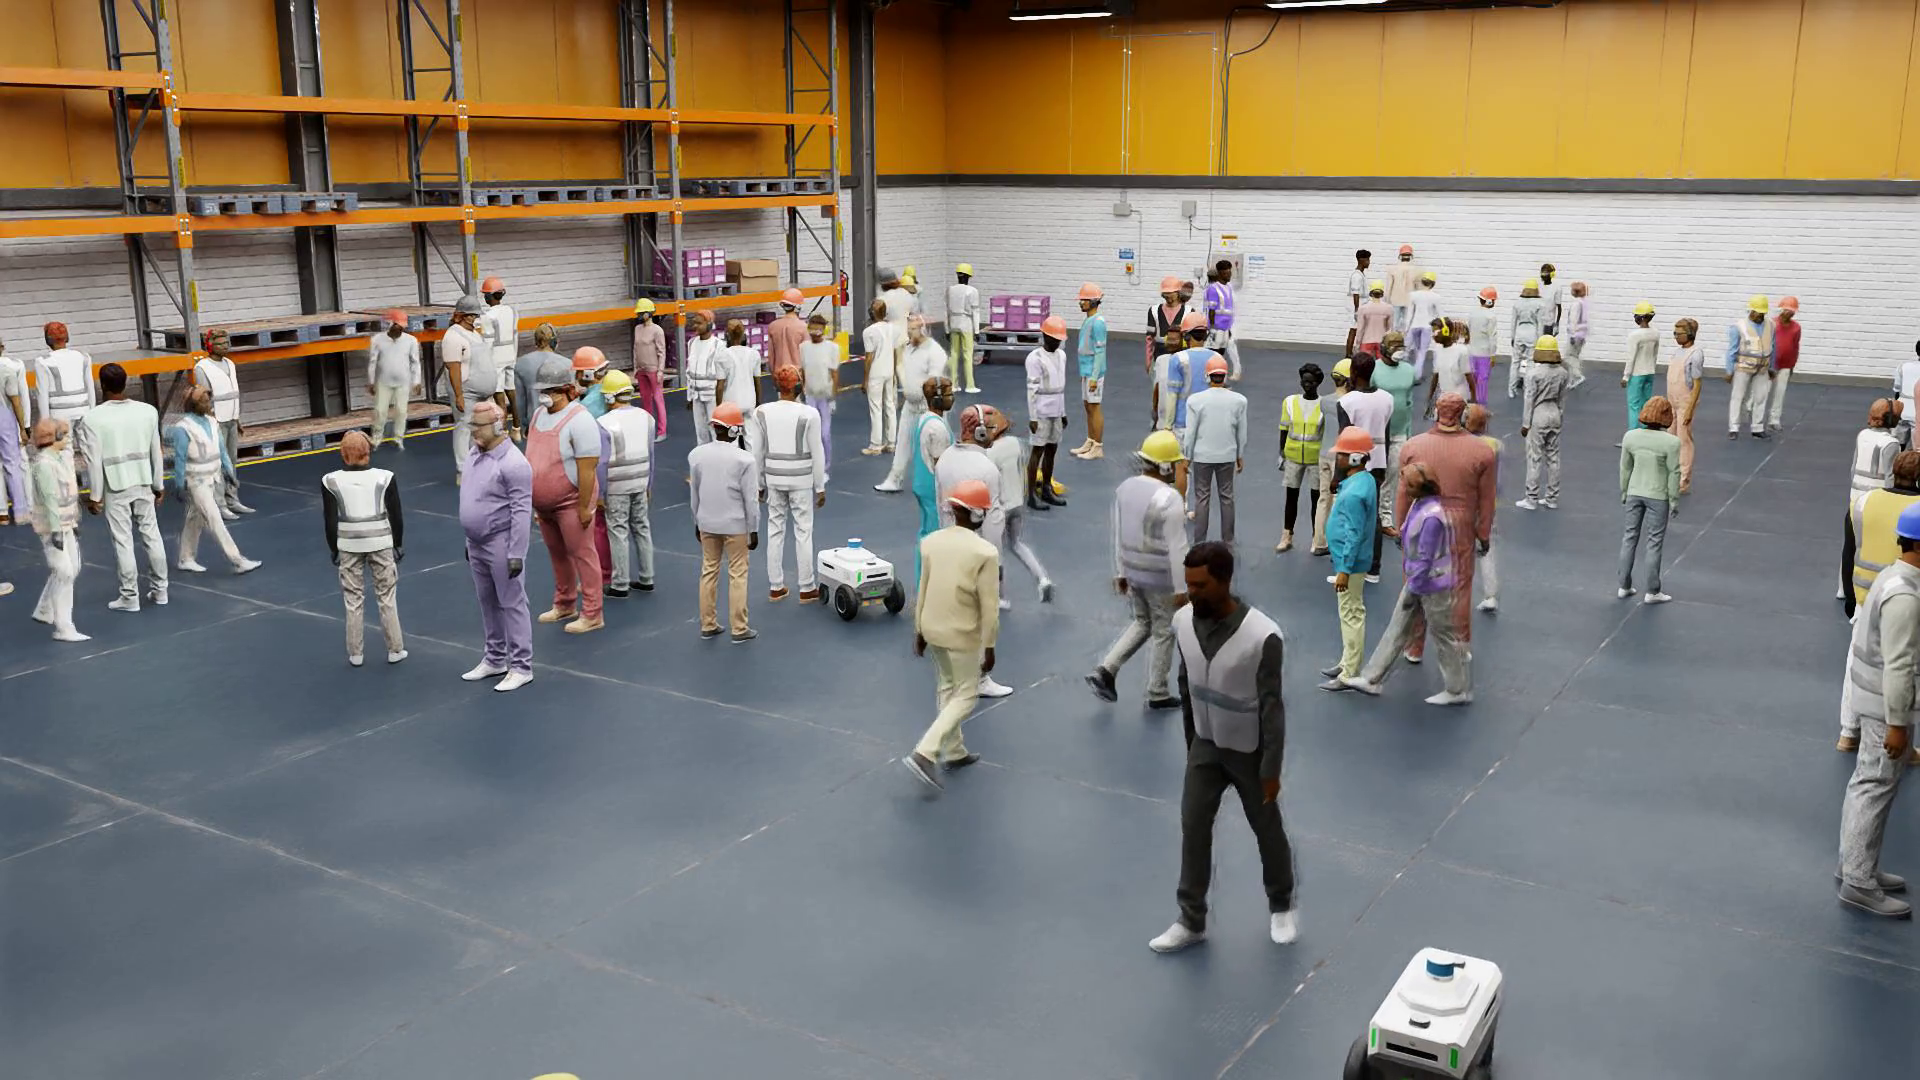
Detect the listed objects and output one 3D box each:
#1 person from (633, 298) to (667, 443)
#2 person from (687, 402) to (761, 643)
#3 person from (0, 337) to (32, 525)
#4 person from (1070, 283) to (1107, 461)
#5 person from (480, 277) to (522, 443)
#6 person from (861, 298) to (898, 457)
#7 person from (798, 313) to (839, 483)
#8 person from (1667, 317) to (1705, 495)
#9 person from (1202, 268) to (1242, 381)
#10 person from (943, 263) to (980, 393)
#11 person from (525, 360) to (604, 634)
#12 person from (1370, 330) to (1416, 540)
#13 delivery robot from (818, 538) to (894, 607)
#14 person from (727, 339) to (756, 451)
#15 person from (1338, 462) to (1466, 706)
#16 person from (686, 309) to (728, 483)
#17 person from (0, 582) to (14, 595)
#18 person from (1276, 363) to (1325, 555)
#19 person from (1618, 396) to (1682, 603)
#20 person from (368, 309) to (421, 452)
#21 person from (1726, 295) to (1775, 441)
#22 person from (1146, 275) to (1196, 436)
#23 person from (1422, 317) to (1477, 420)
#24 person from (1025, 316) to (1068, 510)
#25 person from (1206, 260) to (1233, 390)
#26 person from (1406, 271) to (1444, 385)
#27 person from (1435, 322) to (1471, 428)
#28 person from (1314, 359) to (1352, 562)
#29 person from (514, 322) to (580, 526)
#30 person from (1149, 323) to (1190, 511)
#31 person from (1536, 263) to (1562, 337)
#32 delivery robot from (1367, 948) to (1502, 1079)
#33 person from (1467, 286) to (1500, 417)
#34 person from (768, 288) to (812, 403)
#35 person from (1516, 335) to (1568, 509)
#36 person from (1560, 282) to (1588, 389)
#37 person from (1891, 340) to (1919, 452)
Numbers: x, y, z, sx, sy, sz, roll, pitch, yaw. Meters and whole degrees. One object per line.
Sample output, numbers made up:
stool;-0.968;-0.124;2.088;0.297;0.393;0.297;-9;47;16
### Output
person;-3.826;-2.076;20.413;0.529;1.768;0.312;10;16;37
person;-1.684;-0.130;12.029;0.571;1.744;0.352;5;14;22
person;-9.157;-1.084;15.860;0.356;1.882;0.573;9;16;36
person;1.498;-1.941;19.222;0.374;2.044;0.605;-2;13;-8
person;-5.593;-2.156;20.149;0.382;2.045;0.605;6;14;24
person;-0.948;-1.899;19.474;0.345;1.846;0.507;12;18;43
person;-1.526;-1.482;17.690;0.492;1.840;0.627;4;14;16
person;7.470;-1.385;17.247;0.345;1.844;0.507;-1;13;-4
person;4.043;-3.341;25.892;0.995;1.790;0.633;-8;15;-30
person;0.039;-3.137;24.687;0.586;1.917;0.391;8;15;30
person;-2.954;-0.333;12.251;0.537;2.000;0.685;-13;18;-43
person;3.865;-0.944;15.125;0.632;1.938;0.359;-7;15;-26
delivery robot;-0.812;0.232;12.851;0.477;0.478;0.707;-8;15;-31
person;-2.310;-1.389;17.588;0.322;1.694;0.536;1;13;3
person;2.862;0.285;10.530;0.835;1.592;0.545;1;13;2
person;-2.701;-1.513;17.709;0.584;1.883;0.345;10;16;37
person;-7.923;-0.521;13.173;0.623;1.989;0.387;3;13;12
person;3.057;-0.716;14.662;0.531;1.698;0.320;6;14;24
person;5.426;-0.321;13.093;0.284;1.633;0.497;-10;16;-36
person;-6.695;-1.890;19.723;0.600;1.707;0.437;-4;14;-18
person;9.773;-2.119;20.533;0.621;1.810;0.442;-2;13;-9
person;2.581;-2.226;20.454;0.616;2.041;0.382;4;13;15
person;5.169;-1.426;17.470;0.640;1.815;0.550;-4;14;-17
person;0.898;-1.265;16.545;0.386;1.924;0.549;11;17;40
person;3.885;-3.192;24.826;0.370;1.960;0.602;9;16;35
person;7.203;-3.268;25.641;0.546;1.727;0.832;12;17;41
person;5.618;-1.669;18.936;0.498;1.633;0.278;-8;15;-30
person;3.294;-0.688;14.418;0.339;1.761;0.524;-6;14;-24
person;-3.880;-1.085;15.733;0.638;1.938;0.356;4;13;15
person;2.087;-1.190;16.334;0.509;1.877;0.328;9;16;34
person;8.947;-3.298;25.488;0.315;1.870;0.533;-9;16;-34
delivery robot;1.772;1.770;6.179;0.477;0.478;0.707;7;15;29
person;7.081;-2.548;22.485;0.340;1.749;0.572;-4;14;-18
person;-1.904;-1.875;19.040;0.612;1.995;0.382;6;14;25
person;5.803;-1.174;16.573;0.480;1.734;0.334;-6;14;-23
person;9.251;-3.065;25.008;0.358;1.626;0.530;11;17;39
person;9.765;-1.247;16.993;0.319;1.687;0.538;-6;14;-24
